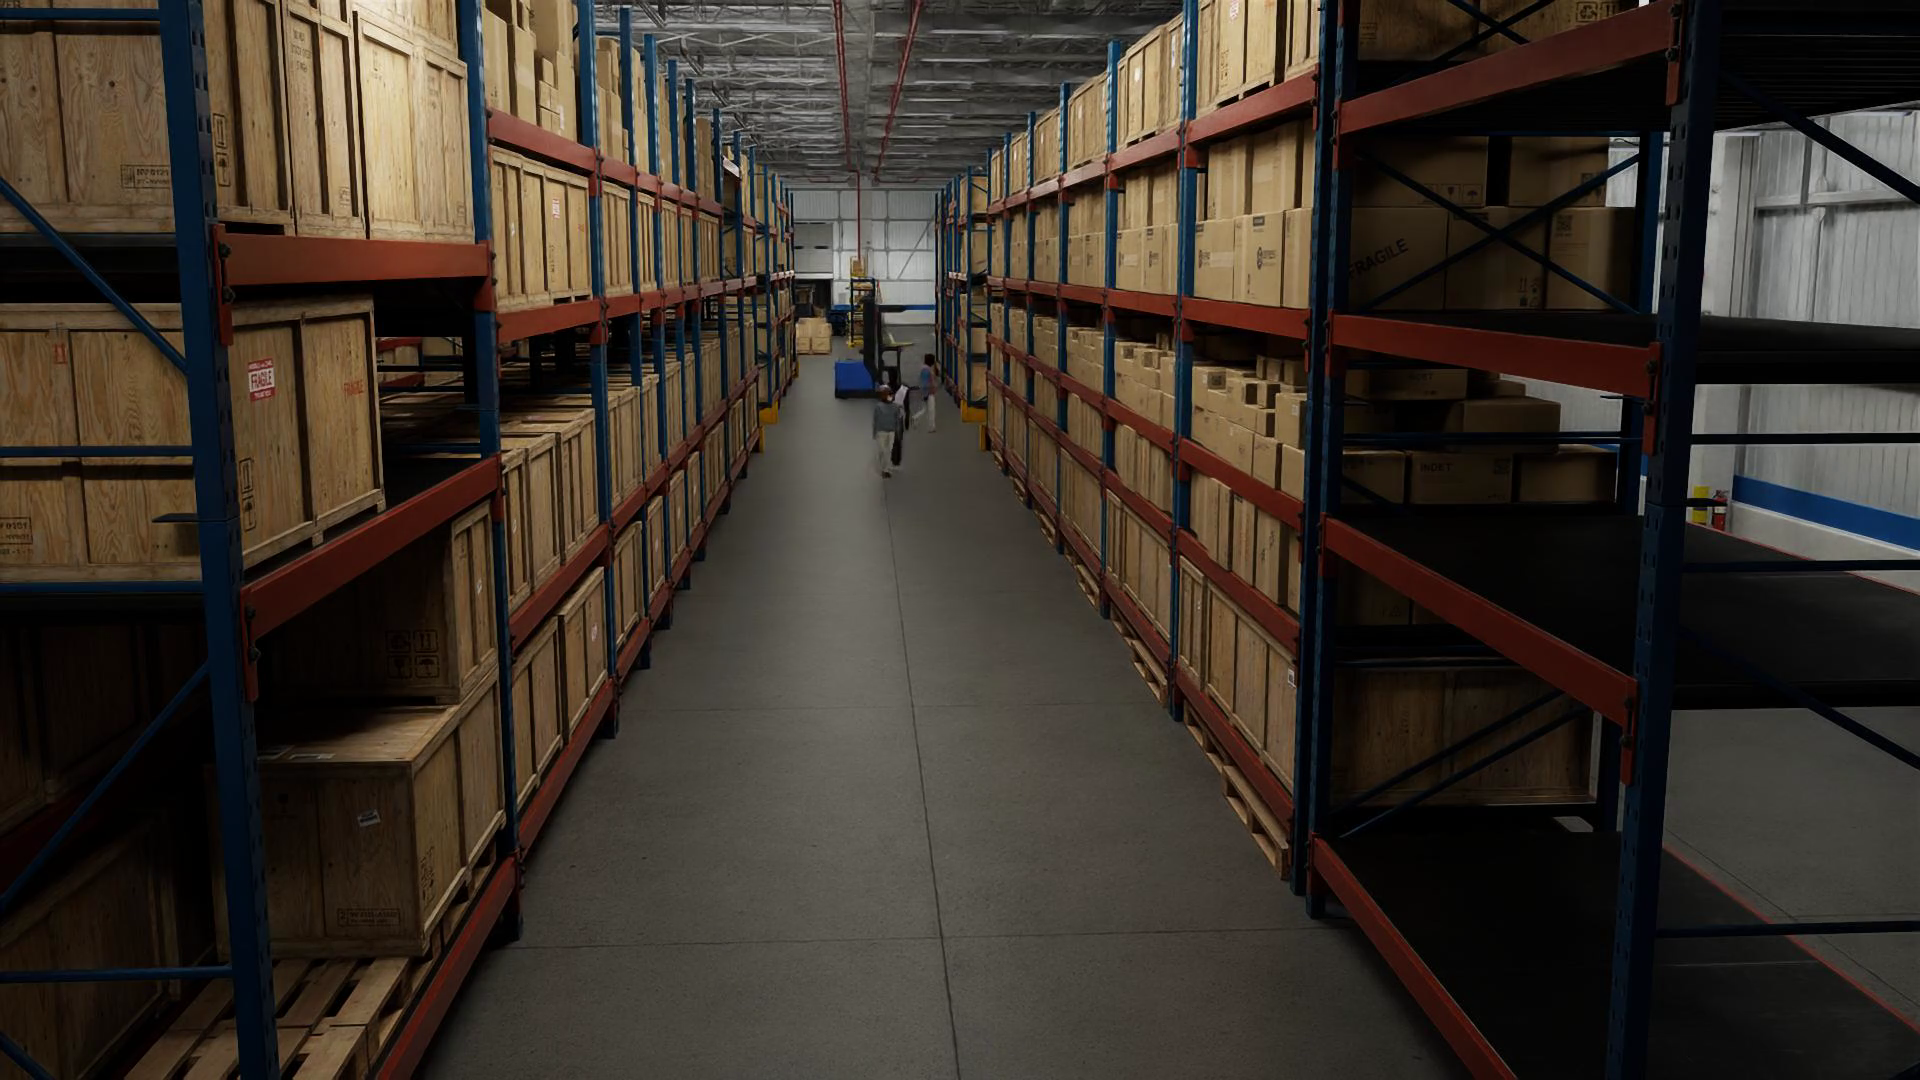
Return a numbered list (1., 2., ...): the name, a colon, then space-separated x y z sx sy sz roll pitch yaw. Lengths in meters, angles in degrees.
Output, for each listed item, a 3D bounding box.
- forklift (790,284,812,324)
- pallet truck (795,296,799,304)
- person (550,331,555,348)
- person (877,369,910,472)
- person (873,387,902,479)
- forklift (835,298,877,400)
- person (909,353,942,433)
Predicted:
1. forklift: -7.280 -10.322 76.127 1.129 2.768 1.873 2 10 9
2. pallet truck: -8.622 -12.439 91.403 1.885 1.965 0.823 2 10 13
3. person: -10.807 -4.538 44.103 0.623 2.029 0.484 0 10 -1
4. person: -1.265 -2.187 30.536 0.615 1.879 0.942 2 10 14
5. person: -1.263 -1.894 29.507 0.513 1.614 0.545 -5 11 -26
6. forklift: -2.558 -5.342 46.376 1.873 2.768 1.129 0 10 -3
7. person: -0.776 -3.285 37.275 0.671 1.824 0.624 0 10 2
